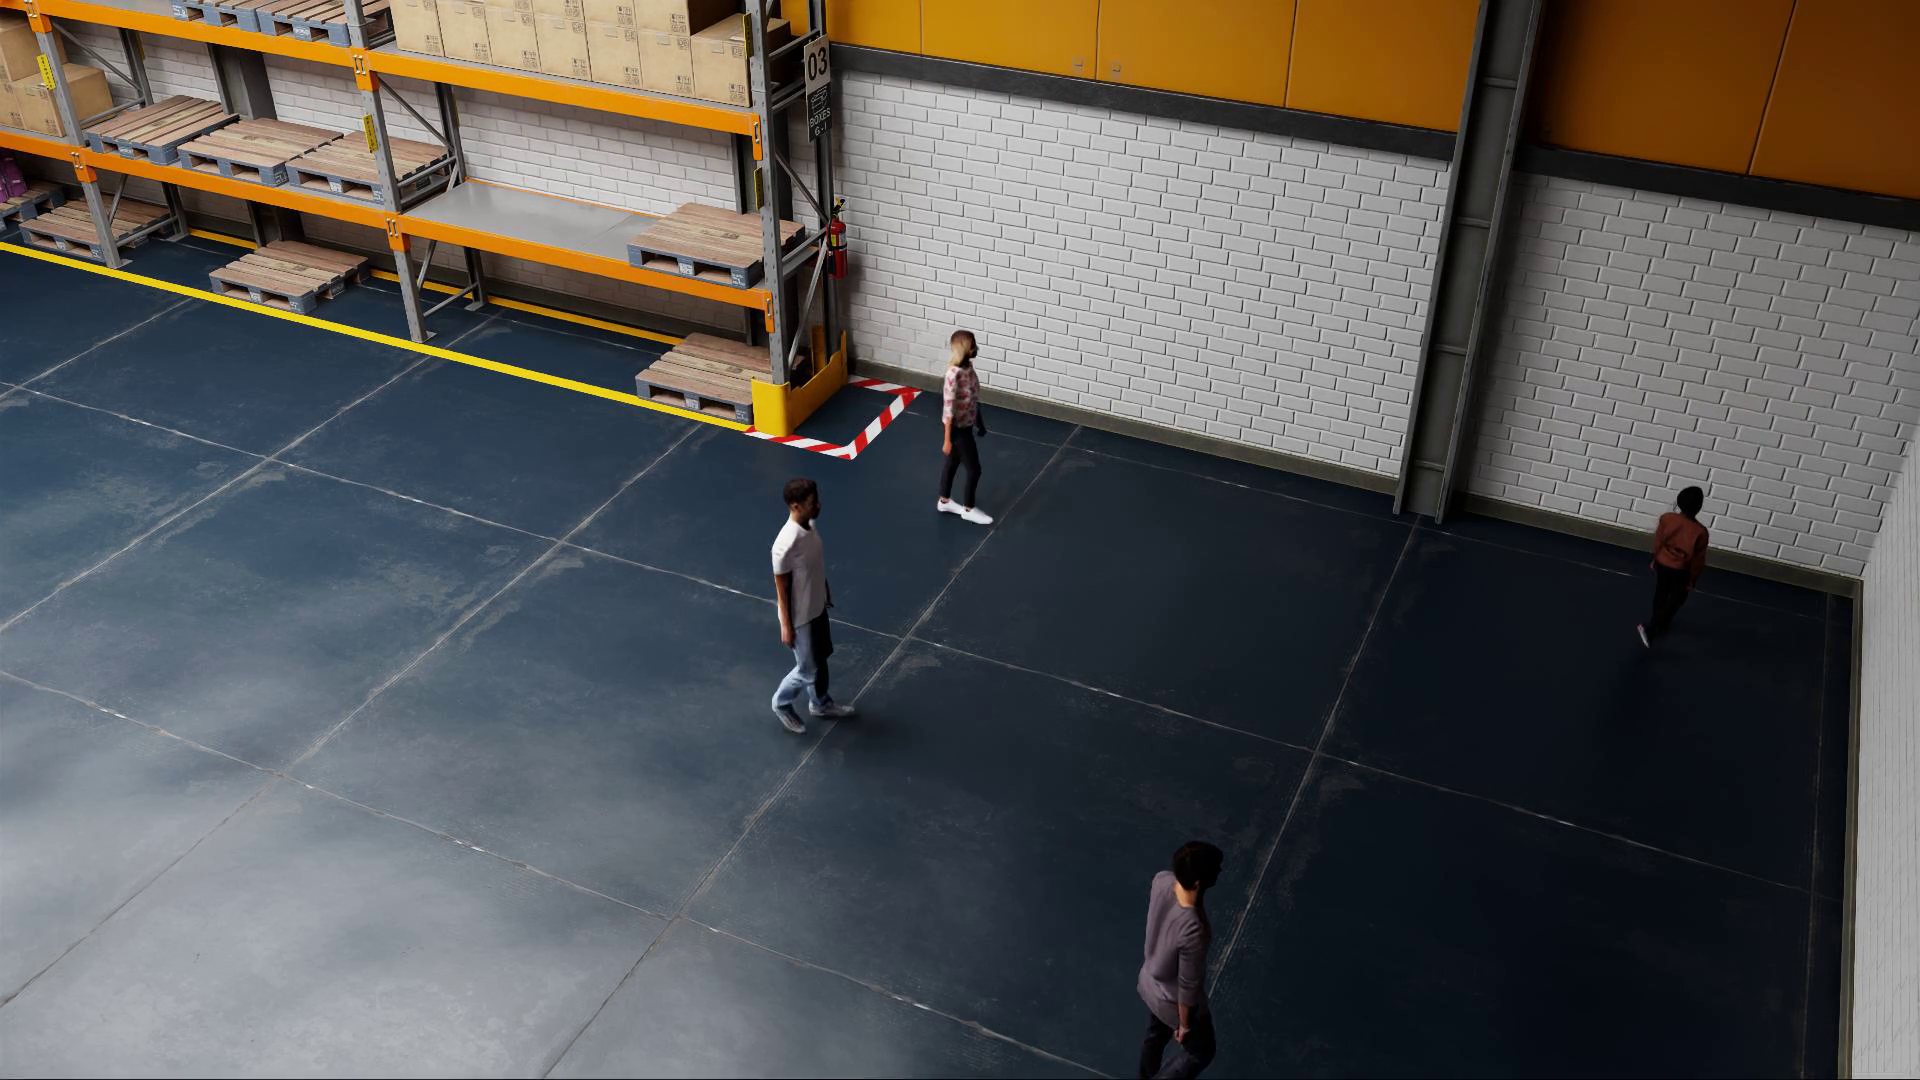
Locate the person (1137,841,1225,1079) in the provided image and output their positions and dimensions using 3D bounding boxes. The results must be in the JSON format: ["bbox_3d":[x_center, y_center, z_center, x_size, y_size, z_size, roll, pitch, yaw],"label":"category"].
[{"bbox_3d":[0.956,2.182,8.058,0.907,1.841,0.848,-11,35,-16],"label":"person"}]

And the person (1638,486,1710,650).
[{"bbox_3d":[4.958,0.189,11.596,0.782,1.243,0.810,-25,41,-33],"label":"person"}]

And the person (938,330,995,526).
[{"bbox_3d":[-0.087,-0.889,12.883,0.760,1.614,0.654,10,35,14],"label":"person"}]

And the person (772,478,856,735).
[{"bbox_3d":[-1.052,0.423,10.693,0.753,1.854,0.735,11,35,16],"label":"person"}]
